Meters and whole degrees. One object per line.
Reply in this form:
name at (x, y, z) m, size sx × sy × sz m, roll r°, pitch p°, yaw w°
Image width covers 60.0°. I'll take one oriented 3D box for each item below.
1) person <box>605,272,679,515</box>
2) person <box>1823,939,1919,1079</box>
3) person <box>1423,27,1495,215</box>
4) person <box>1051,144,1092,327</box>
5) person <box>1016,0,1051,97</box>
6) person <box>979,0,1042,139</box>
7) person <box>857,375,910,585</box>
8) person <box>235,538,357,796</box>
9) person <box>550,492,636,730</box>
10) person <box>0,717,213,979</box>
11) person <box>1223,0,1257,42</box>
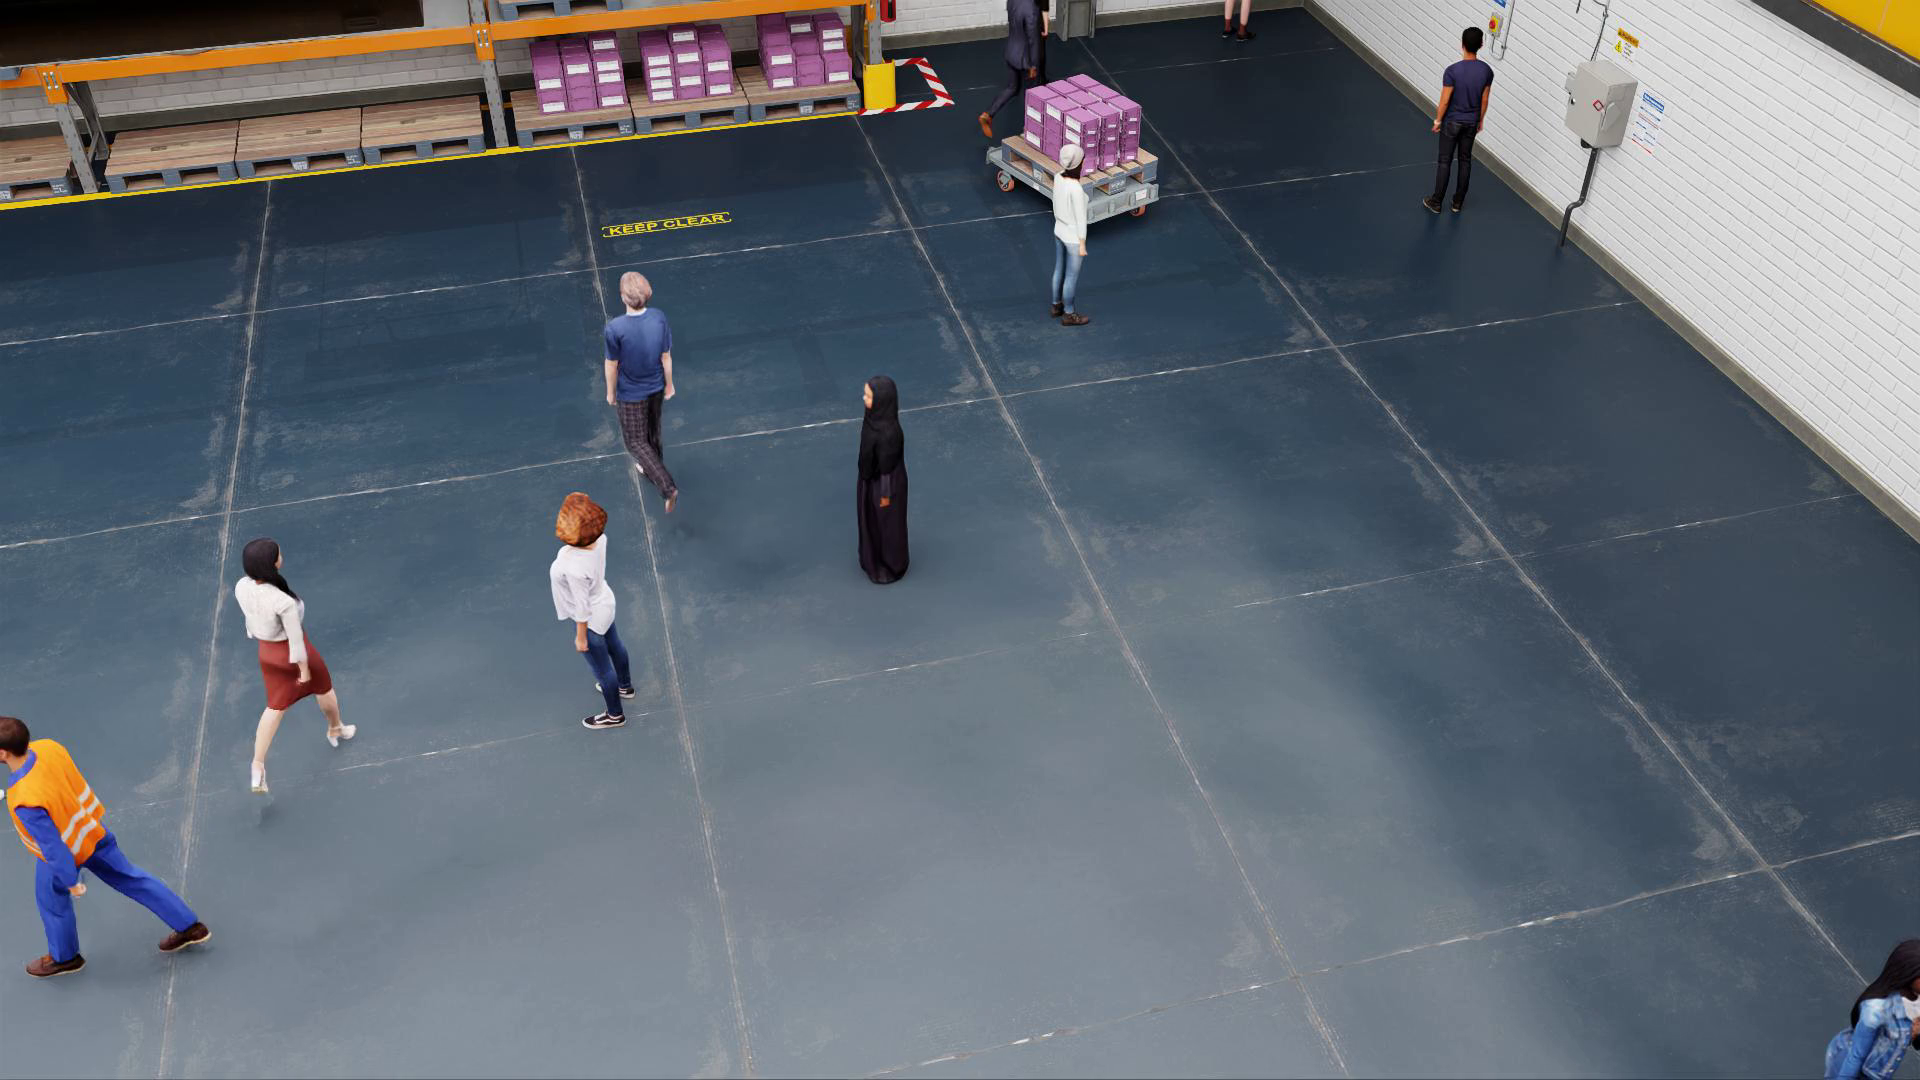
person at (-2.257, -1.037, 12.012) m, size 1.081 × 1.847 × 0.991 m, roll -26°, pitch 45°, yaw -28°
person at (4.193, 2.444, 7.761) m, size 0.585 × 1.712 × 0.729 m, roll -25°, pitch 45°, yaw -28°
person at (4.726, -3.944, 15.704) m, size 0.531 × 1.783 × 0.745 m, roll -3°, pitch 39°, yaw -3°
person at (0.935, -2.601, 14.132) m, size 0.570 × 1.644 × 0.611 m, roll -18°, pitch 42°, yaw -21°
person at (0.720, -5.543, 17.836) m, size 0.966 × 1.620 × 0.979 m, roll 16°, pitch 41°, yaw 19°
person at (0.570, -4.856, 16.843) m, size 1.064 × 1.785 × 0.803 m, roll -17°, pitch 42°, yaw -20°
person at (-0.524, -0.442, 11.452) m, size 0.564 × 1.616 × 0.580 m, roll -10°, pitch 40°, yaw -12°
person at (-4.036, 0.767, 9.851) m, size 1.070 × 1.725 × 1.075 m, roll 15°, pitch 41°, yaw 18°
person at (-2.252, 0.433, 10.279) m, size 0.735 × 1.713 × 0.729 m, roll 5°, pitch 39°, yaw 7°
person at (-4.550, 1.604, 8.733) m, size 1.251 × 1.811 × 0.827 m, roll -4°, pitch 39°, yaw -5°
person at (3.261, -6.618, 19.100) m, size 0.700 × 1.722 × 0.697 m, roll -31°, pitch 48°, yaw -33°
